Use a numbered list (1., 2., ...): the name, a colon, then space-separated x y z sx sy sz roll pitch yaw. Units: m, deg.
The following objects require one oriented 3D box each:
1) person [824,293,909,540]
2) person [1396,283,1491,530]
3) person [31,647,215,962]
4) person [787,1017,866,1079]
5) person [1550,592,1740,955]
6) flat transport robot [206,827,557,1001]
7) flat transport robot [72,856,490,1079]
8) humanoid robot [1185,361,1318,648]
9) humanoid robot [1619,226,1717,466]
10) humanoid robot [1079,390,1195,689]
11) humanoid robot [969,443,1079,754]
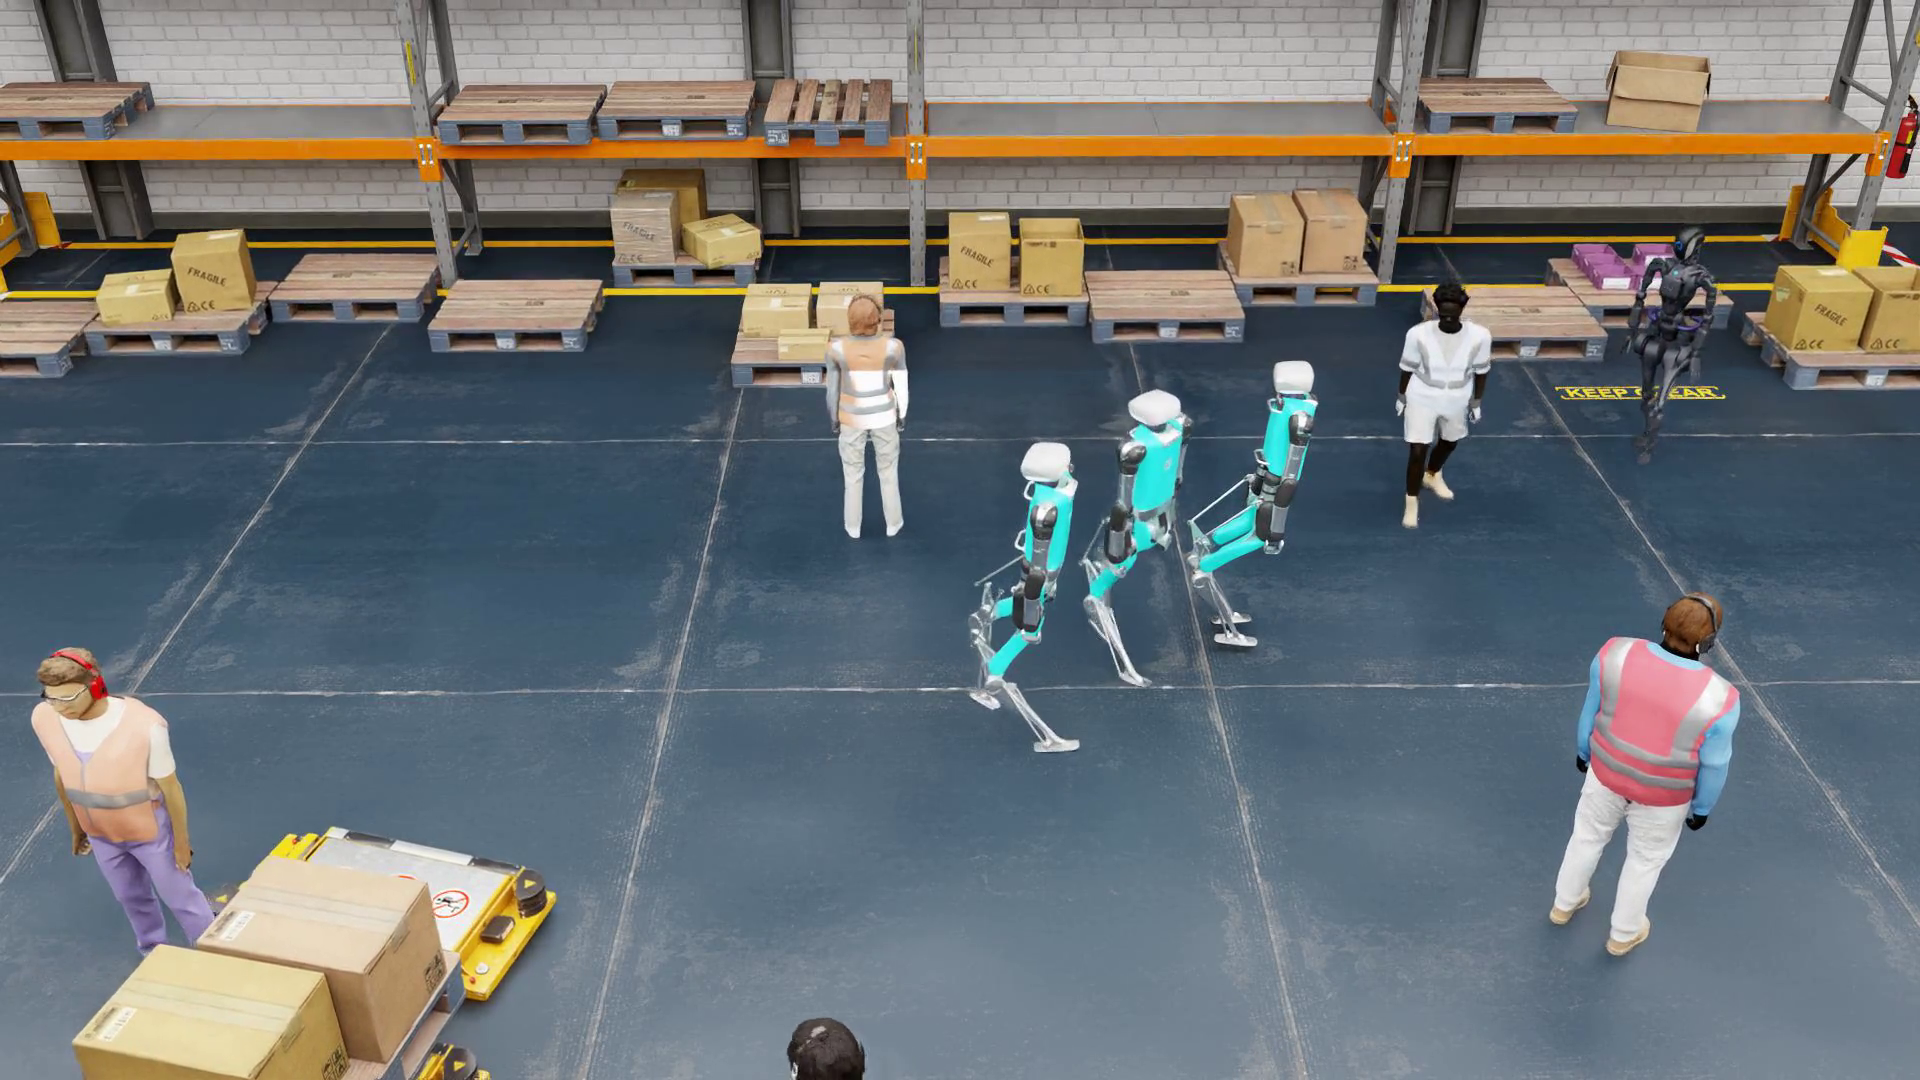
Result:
1. person: -0.571 -0.747 10.324 0.511 1.639 0.307 -3 31 -4
2. person: 3.035 -0.920 10.588 0.546 1.661 0.616 3 31 4
3. person: -3.435 1.190 6.909 0.563 1.836 0.380 5 31 9
4. person: -0.276 2.253 5.127 0.598 1.853 0.569 -18 35 -27
5. person: 2.965 1.022 7.198 0.633 1.830 0.430 25 39 35
6. flat transport robot: -2.652 1.681 7.613 1.431 0.231 0.659 8 32 14
7. flat transport robot: -2.698 2.245 6.674 1.431 0.231 0.659 7 32 11
8. humanoid robot: 1.535 -0.191 9.206 0.731 1.688 0.531 0 31 -1
9. humanoid robot: 4.775 -1.341 11.282 0.538 1.642 0.610 -22 38 -32
10. humanoid robot: 0.836 -0.081 9.146 0.940 1.754 0.550 27 40 37
11. humanoid robot: 0.233 0.276 8.572 0.898 1.788 0.616 7 32 12
